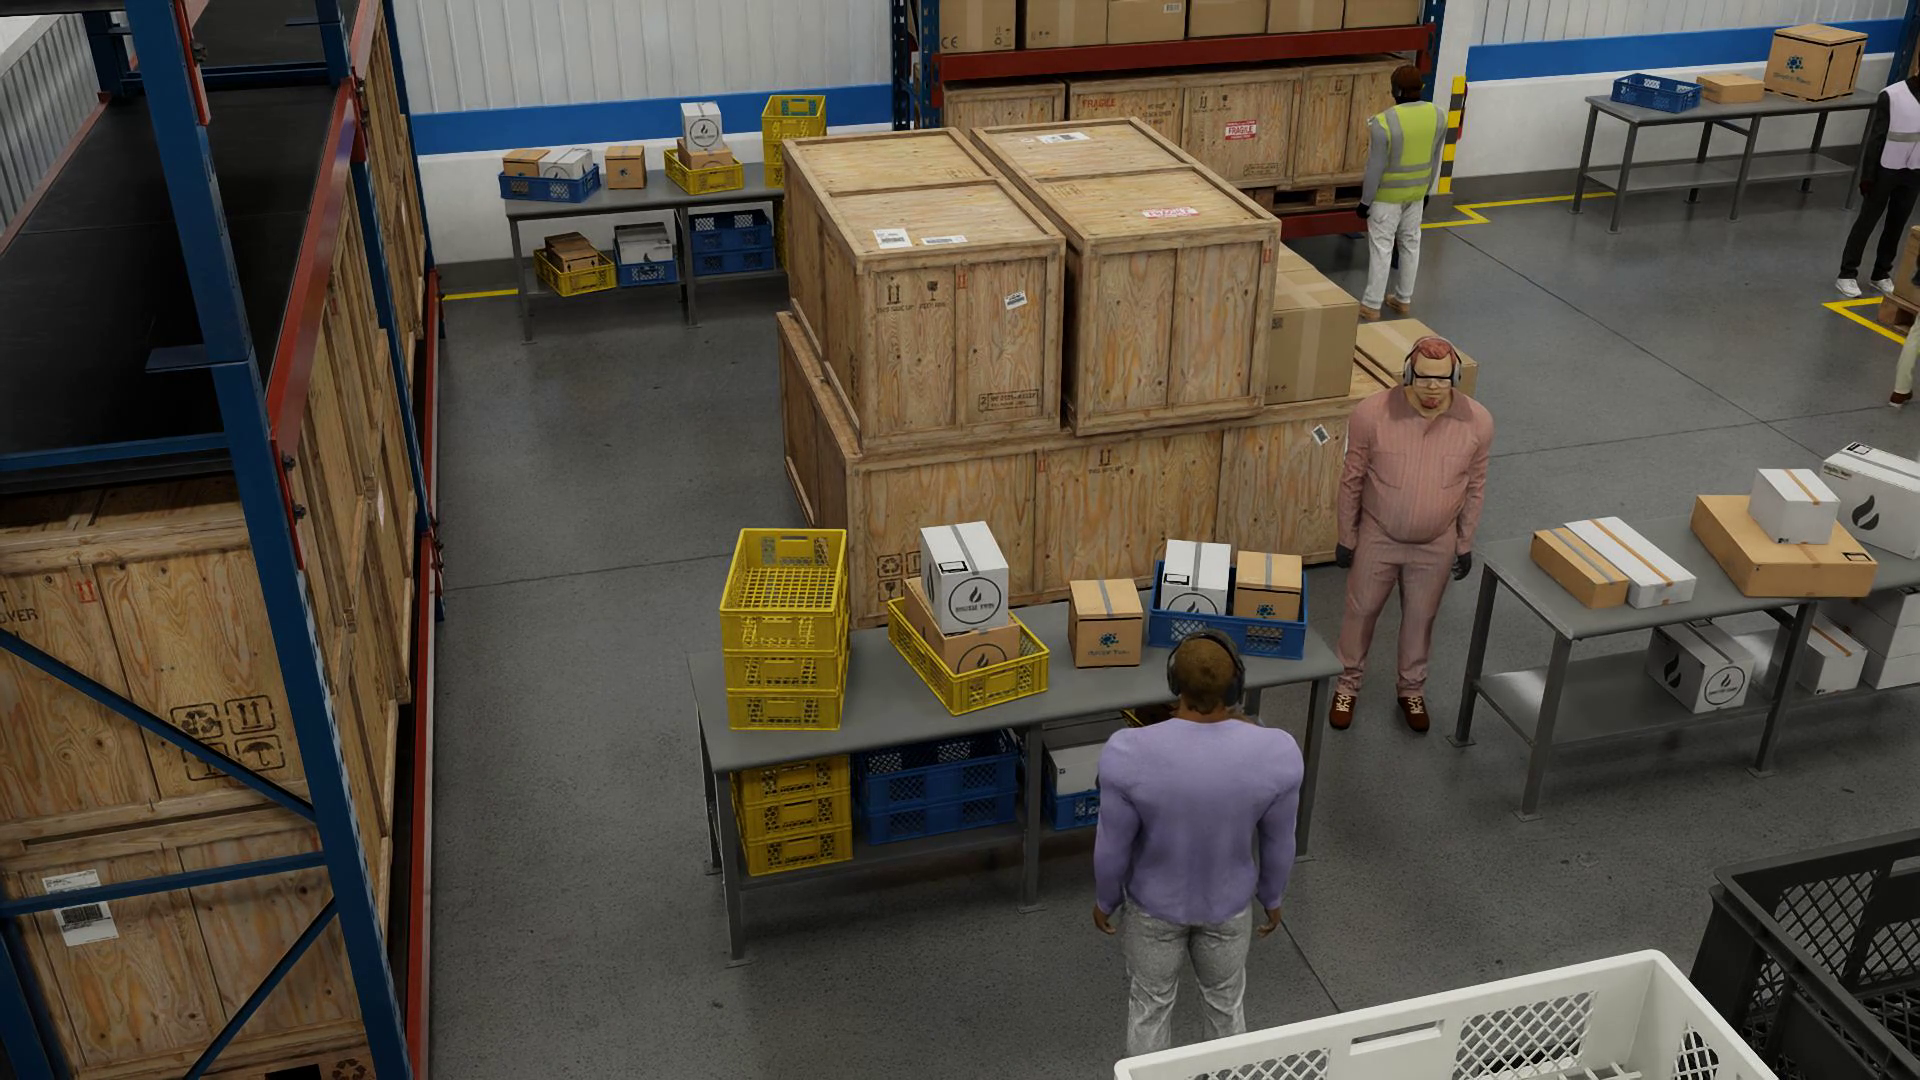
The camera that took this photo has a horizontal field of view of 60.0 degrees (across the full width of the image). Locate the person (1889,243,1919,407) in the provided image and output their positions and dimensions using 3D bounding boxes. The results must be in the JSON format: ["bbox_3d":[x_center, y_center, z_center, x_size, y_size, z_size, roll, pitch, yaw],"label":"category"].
[{"bbox_3d":[6.306,-1.700,10.535,0.335,1.865,0.519,-19,34,-31],"label":"person"}]

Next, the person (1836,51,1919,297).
[{"bbox_3d":[7.006,-2.767,12.428,0.592,1.910,0.384,-3,29,-5],"label":"person"}]

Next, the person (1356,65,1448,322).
[{"bbox_3d":[3.139,-2.493,12.005,0.621,1.838,0.429,-12,31,-20],"label":"person"}]

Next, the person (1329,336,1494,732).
[{"bbox_3d":[1.991,-0.007,7.418,0.642,1.909,0.410,2,29,4],"label":"person"}]

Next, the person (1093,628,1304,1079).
[{"bbox_3d":[0.733,1.139,5.308,0.634,1.936,0.351,0,29,-1],"label":"person"}]
